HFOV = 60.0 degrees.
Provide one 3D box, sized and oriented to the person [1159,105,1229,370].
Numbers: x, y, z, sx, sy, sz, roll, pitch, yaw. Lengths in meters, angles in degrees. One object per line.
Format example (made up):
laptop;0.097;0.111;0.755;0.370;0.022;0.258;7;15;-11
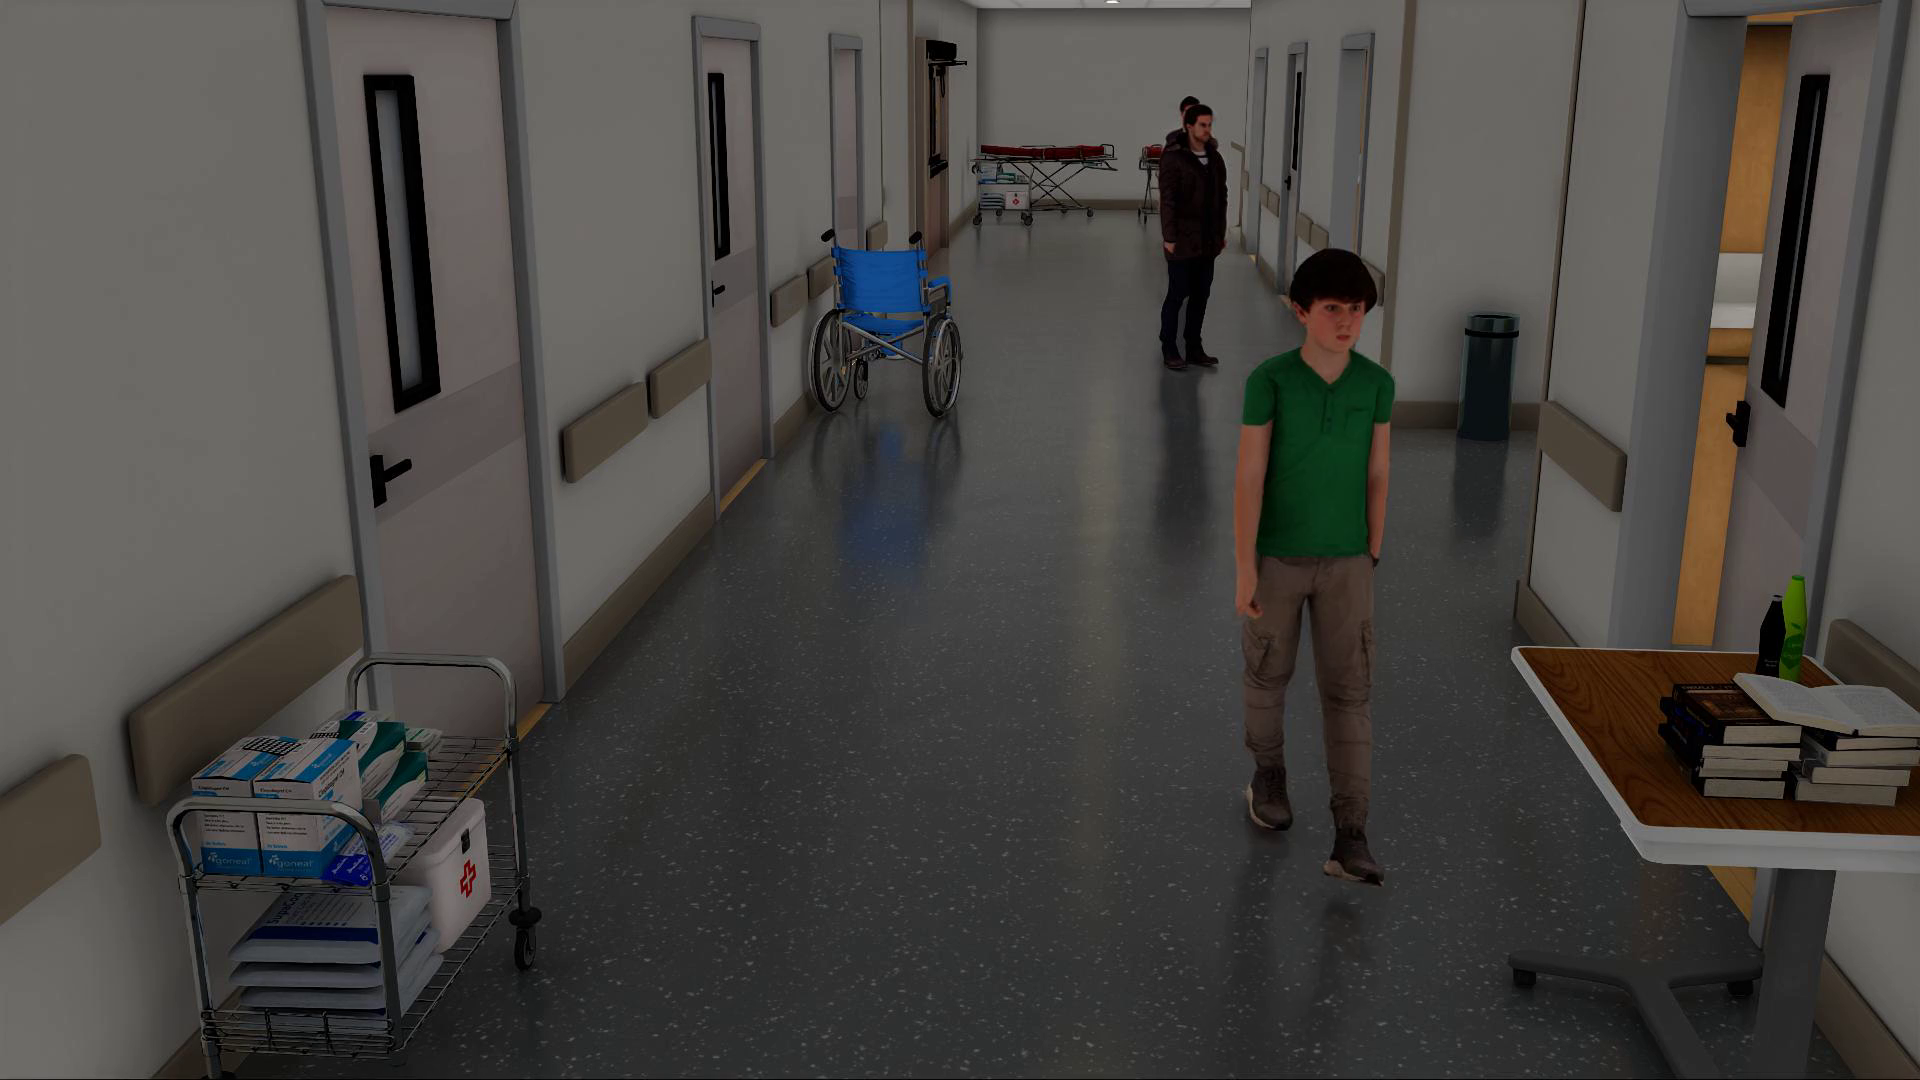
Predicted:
person;1.657;-2.168;11.911;0.878;1.847;0.915;-10;19;-32

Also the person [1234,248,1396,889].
person;0.901;0.048;4.481;0.629;1.612;1.052;0;16;1

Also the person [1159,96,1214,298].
person;2.121;-3.154;15.501;0.766;1.796;1.243;0;16;-1
